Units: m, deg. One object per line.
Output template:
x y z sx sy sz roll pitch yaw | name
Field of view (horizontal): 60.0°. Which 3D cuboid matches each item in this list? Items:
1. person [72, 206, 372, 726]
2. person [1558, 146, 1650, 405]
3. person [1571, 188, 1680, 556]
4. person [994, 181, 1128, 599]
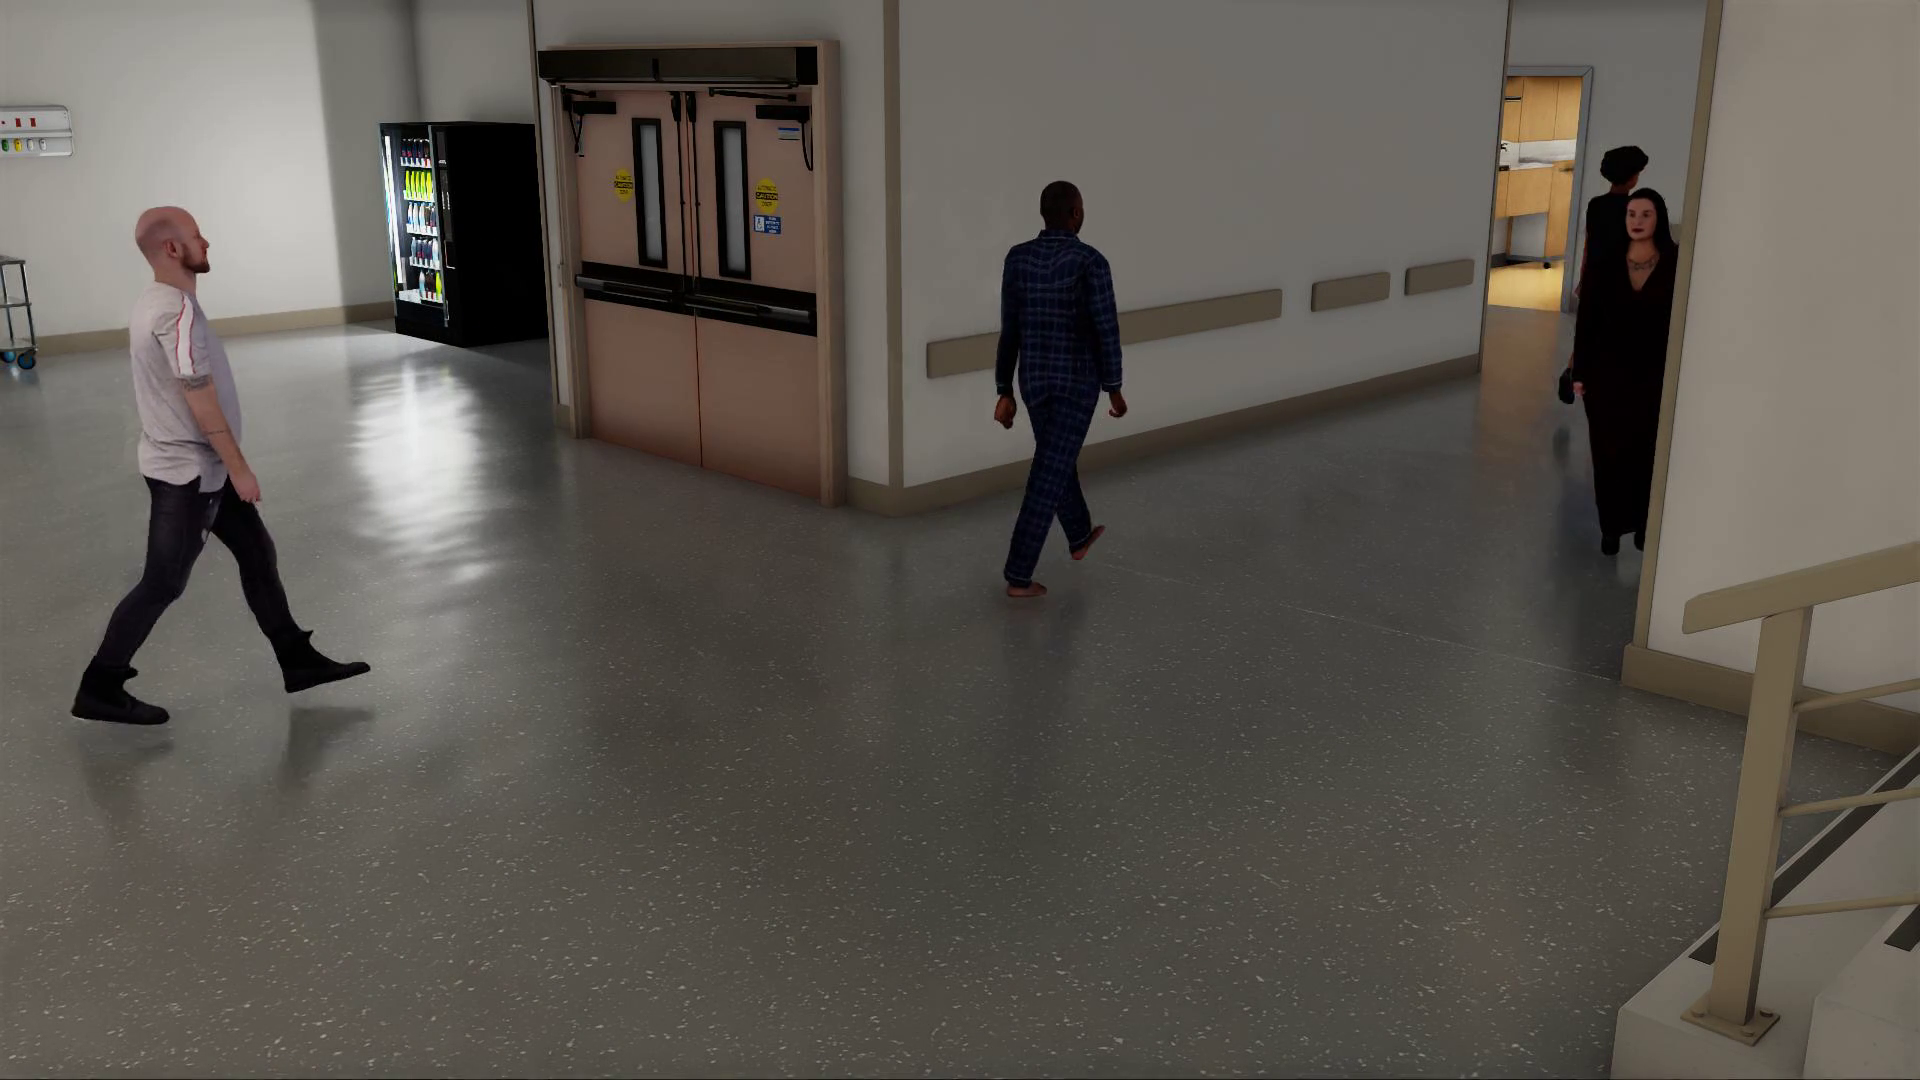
-2.754 -0.200 5.748 1.024 1.787 1.252 -7 17 -24 | person
4.300 -1.716 11.132 0.727 1.783 0.857 -12 20 -37 | person
3.210 -0.779 7.885 0.722 1.743 0.824 9 18 29 | person
0.371 -0.614 7.218 1.124 1.787 0.853 11 19 35 | person
